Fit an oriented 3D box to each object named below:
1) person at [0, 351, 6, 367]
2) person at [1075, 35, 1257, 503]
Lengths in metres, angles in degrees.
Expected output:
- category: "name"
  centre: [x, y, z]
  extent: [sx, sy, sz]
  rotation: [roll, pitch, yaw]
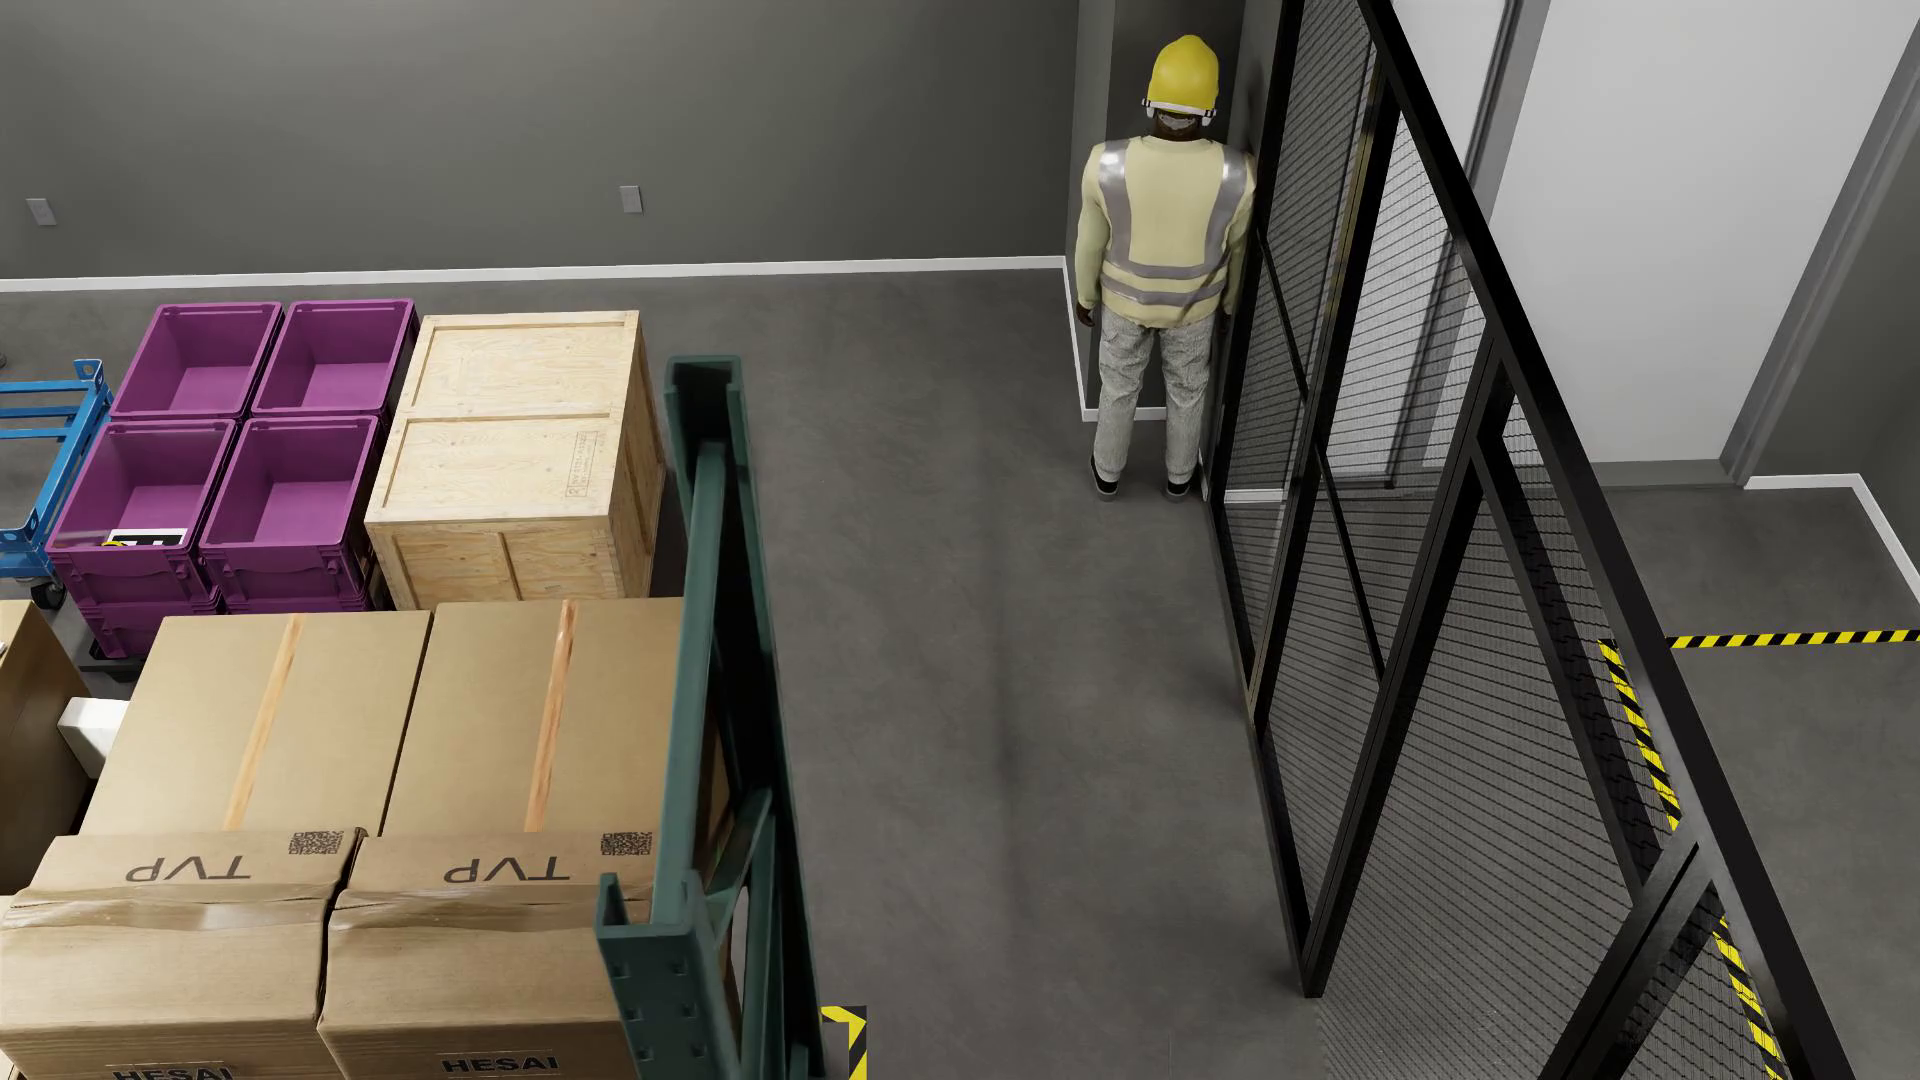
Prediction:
- category: "person"
  centre: [-4.030, -1.266, 5.965]
  extent: [0.359, 1.938, 0.635]
  rotation: [-4, 46, -4]
- category: "person"
  centre: [0.685, -0.857, 5.647]
  extent: [0.600, 1.832, 0.404]
  rotation: [4, 46, 3]
